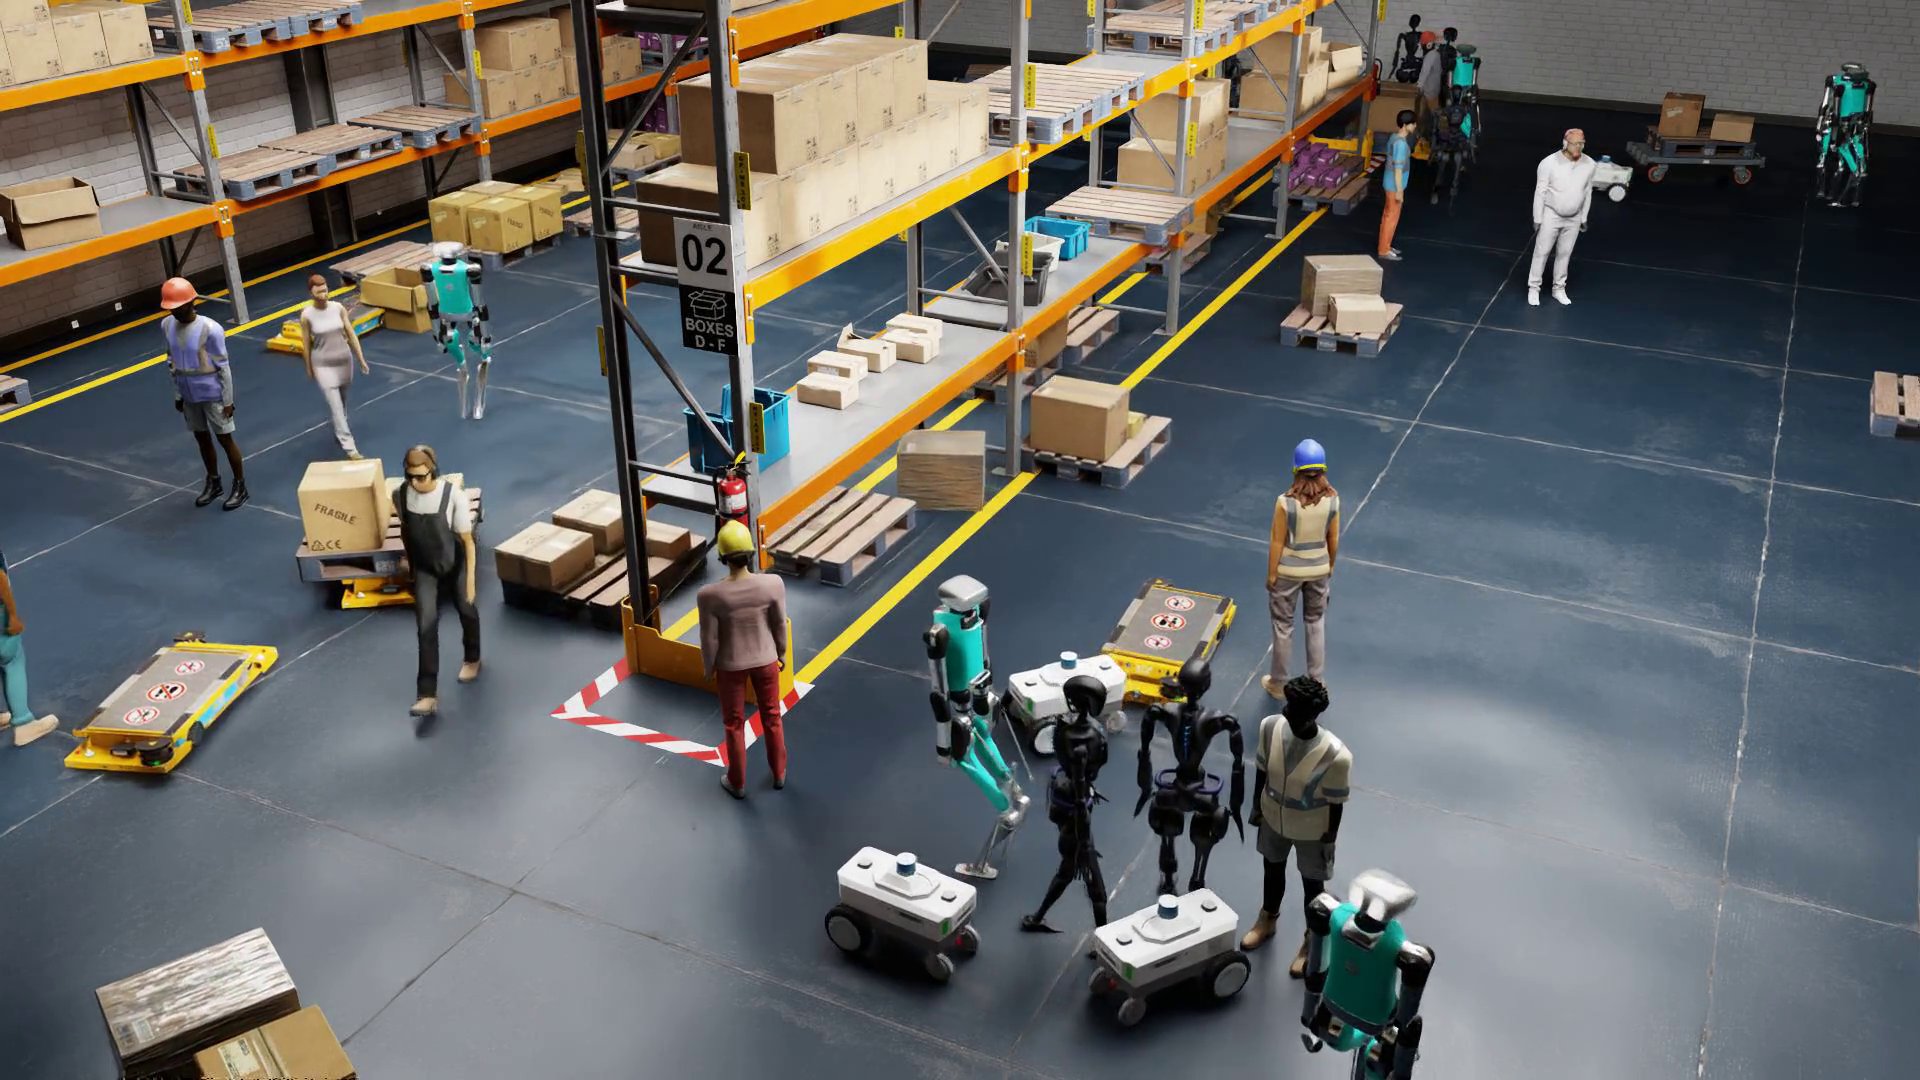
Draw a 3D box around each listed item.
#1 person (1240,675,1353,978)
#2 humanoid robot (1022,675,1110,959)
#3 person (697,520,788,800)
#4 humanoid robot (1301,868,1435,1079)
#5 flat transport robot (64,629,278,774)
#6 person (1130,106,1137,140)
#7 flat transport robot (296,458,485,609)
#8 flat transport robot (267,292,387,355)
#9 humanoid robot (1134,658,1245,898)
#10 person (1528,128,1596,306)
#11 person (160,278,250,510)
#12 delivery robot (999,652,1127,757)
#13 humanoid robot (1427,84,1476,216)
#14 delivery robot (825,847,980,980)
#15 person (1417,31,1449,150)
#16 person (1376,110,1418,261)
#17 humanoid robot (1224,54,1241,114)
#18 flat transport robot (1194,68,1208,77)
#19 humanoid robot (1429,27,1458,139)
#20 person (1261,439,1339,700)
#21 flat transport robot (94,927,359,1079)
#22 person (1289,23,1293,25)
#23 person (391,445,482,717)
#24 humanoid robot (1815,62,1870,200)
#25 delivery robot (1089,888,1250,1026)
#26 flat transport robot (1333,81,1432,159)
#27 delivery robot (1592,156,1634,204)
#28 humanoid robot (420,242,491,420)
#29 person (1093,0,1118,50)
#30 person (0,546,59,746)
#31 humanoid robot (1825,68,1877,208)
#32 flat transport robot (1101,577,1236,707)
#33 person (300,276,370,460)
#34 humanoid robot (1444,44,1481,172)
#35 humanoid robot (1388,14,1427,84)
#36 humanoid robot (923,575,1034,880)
[{"bbox_3d":[1.681,1.410,8.330,0.534,1.693,0.320,23,34,38],"label":"person"},{"bbox_3d":[0.624,1.375,8.447,0.613,1.643,0.608,2,26,5],"label":"humanoid robot"},{"bbox_3d":[-1.249,0.700,9.675,0.521,1.770,0.306,-9,28,-18],"label":"person"},{"bbox_3d":[1.806,2.019,7.039,0.560,1.765,0.843,22,34,37],"label":"humanoid robot"},{"bbox_3d":[-5.051,1.026,10.705,0.659,0.231,1.431,3,26,6],"label":"flat transport robot"},{"bbox_3d":[2.702,-6.563,24.274,0.365,1.833,0.514,21,33,36],"label":"person"},{"bbox_3d":[-4.234,0.098,12.581,0.659,0.231,1.431,-4,27,-9],"label":"flat transport robot"},{"bbox_3d":[-6.467,-2.259,17.341,0.659,0.231,1.431,10,28,19],"label":"flat transport robot"},{"bbox_3d":[1.192,1.323,8.550,0.587,1.631,0.703,8,27,16],"label":"humanoid robot"},{"bbox_3d":[6.495,-3.481,17.960,0.641,1.913,0.413,-3,26,-6],"label":"person"},{"bbox_3d":[-6.057,-1.165,13.268,0.541,1.930,0.381,7,27,14],"label":"person"},{"bbox_3d":[0.659,0.996,10.463,0.813,0.610,0.499,-10,28,-20],"label":"delivery robot"},{"bbox_3d":[6.339,-5.047,21.405,0.609,1.642,0.550,3,26,5],"label":"humanoid robot"},{"bbox_3d":[-0.276,1.890,8.630,0.777,0.587,0.499,15,30,28],"label":"delivery robot"},{"bbox_3d":[6.922,-6.652,24.606,0.897,1.693,0.593,10,28,19],"label":"person"},{"bbox_3d":[5.119,-4.160,19.505,0.321,1.756,0.506,4,27,8],"label":"person"},{"bbox_3d":[3.903,-6.481,24.280,0.375,1.653,0.603,-17,31,-30],"label":"humanoid robot"},{"bbox_3d":[3.597,-7.392,27.709,1.431,0.231,0.659,21,33,36],"label":"flat transport robot"},{"bbox_3d":[7.315,-6.883,25.083,0.348,1.650,0.609,-7,27,-14],"label":"humanoid robot"},{"bbox_3d":[2.195,0.195,10.699,0.479,1.768,0.363,-5,27,-9],"label":"person"},{"bbox_3d":[-3.191,2.813,7.096,1.431,0.231,0.659,-18,32,-32],"label":"flat transport robot"},{"bbox_3d":[4.817,-6.880,24.927,0.666,1.838,0.557,12,29,23],"label":"person"},{"bbox_3d":[-3.332,0.242,10.561,0.527,1.793,0.960,2,26,4],"label":"person"},{"bbox_3d":[11.559,-5.358,21.978,0.547,1.788,0.780,14,30,26],"label":"humanoid robot"},{"bbox_3d":[1.036,2.038,8.328,0.784,0.585,0.499,-14,30,-26],"label":"delivery robot"},{"bbox_3d":[6.259,-5.831,24.557,1.431,0.231,0.659,10,28,19],"label":"flat transport robot"},{"bbox_3d":[8.588,-4.823,22.193,0.793,0.590,0.499,12,29,24],"label":"delivery robot"},{"bbox_3d":[-4.417,-1.856,14.947,0.540,1.819,0.784,1,26,1],"label":"humanoid robot"},{"bbox_3d":[2.530,-8.918,28.960,0.437,1.911,0.629,-14,29,-25],"label":"person"},{"bbox_3d":[-5.987,0.409,10.171,0.528,1.857,0.402,7,27,15],"label":"person"},{"bbox_3d":[11.596,-5.179,21.537,0.563,1.735,0.734,-1,26,-2],"label":"humanoid robot"},{"bbox_3d":[1.408,0.691,11.382,0.659,0.231,1.431,10,28,19],"label":"flat transport robot"},{"bbox_3d":[-5.321,-1.469,14.222,0.870,1.612,0.437,24,35,39],"label":"person"},{"bbox_3d":[7.082,-5.918,23.152,0.544,1.840,0.717,-11,28,-21],"label":"humanoid robot"},{"bbox_3d":[7.070,-7.426,26.209,0.613,1.650,0.502,-6,27,-11],"label":"humanoid robot"},{"bbox_3d":[0.178,1.086,8.984,0.691,1.837,0.530,15,30,27],"label":"humanoid robot"}]
